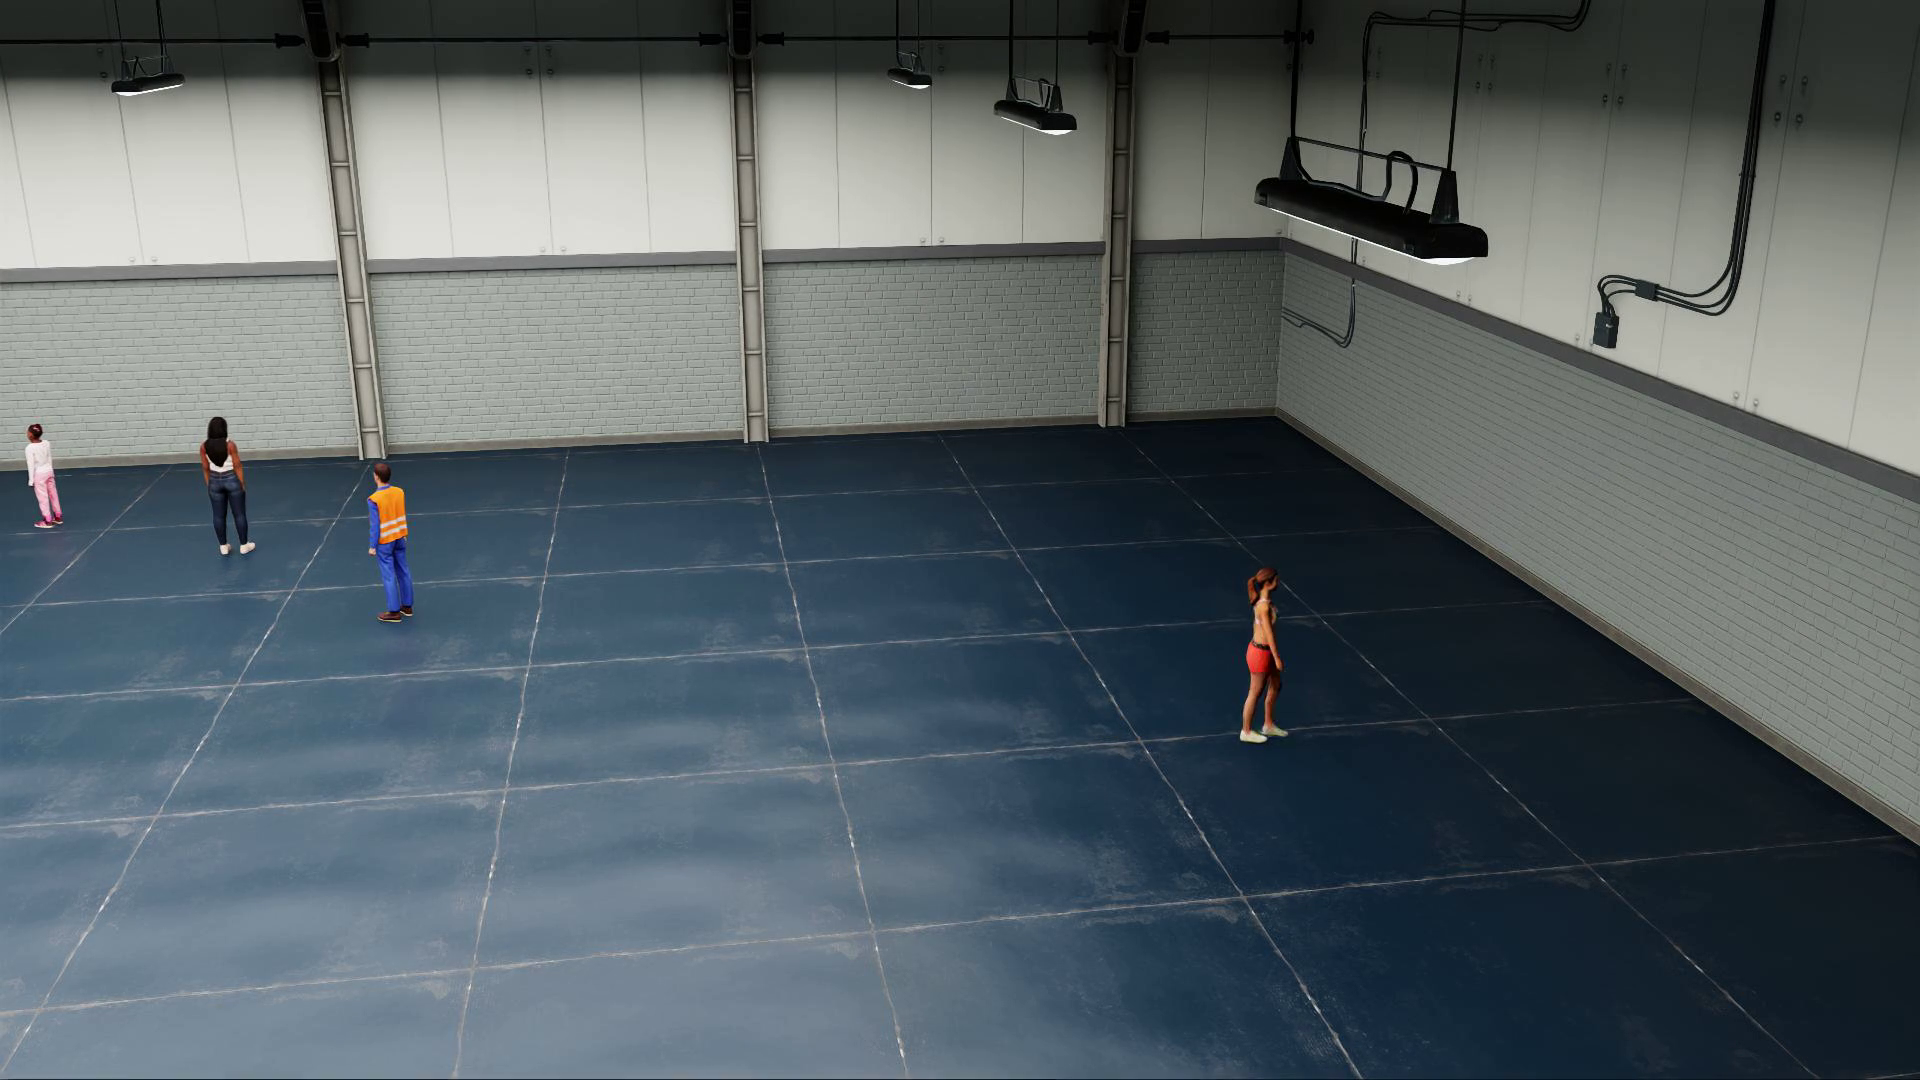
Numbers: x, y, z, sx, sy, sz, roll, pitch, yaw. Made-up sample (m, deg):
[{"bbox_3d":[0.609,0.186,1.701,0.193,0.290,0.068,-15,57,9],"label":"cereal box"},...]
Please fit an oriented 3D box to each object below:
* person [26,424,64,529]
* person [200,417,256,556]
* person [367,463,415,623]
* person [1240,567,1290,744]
[{"bbox_3d":[-12.476,-0.895,22.617,0.635,1.443,0.619,6,19,17],"label":"person"},{"bbox_3d":[-9.470,-0.702,21.441,0.562,1.804,0.716,-1,18,-4],"label":"person"},{"bbox_3d":[-6.570,0.014,19.145,0.816,1.864,0.793,9,20,25],"label":"person"},{"bbox_3d":[2.804,1.115,15.903,0.797,1.777,0.702,3,18,8],"label":"person"}]
